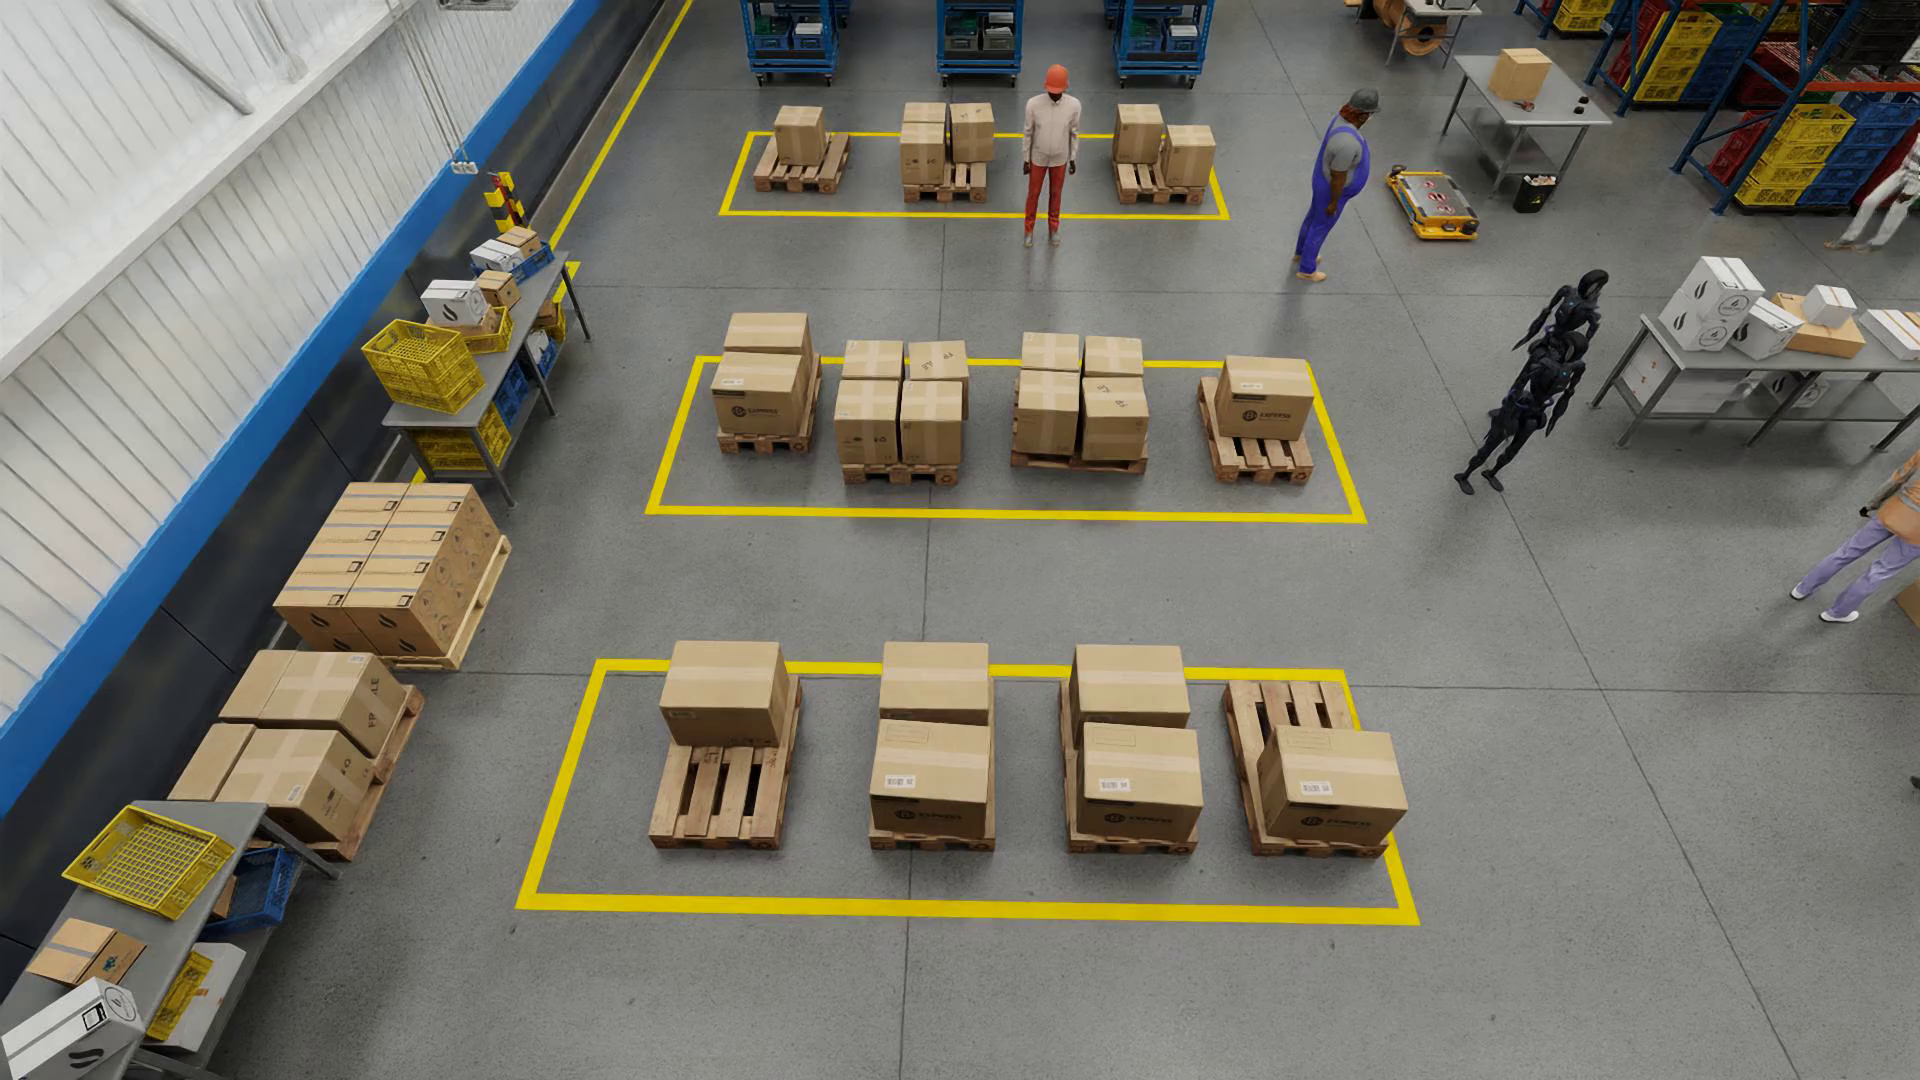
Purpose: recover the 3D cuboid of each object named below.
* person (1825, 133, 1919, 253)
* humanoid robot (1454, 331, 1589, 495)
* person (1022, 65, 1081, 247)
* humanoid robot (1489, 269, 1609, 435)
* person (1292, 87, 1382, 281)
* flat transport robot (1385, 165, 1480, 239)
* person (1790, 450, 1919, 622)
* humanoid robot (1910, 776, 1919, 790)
[{"bbox_3d":[10.260,-3.905,9.873,0.700,1.835,0.597,2,49,2],"label":"person"},{"bbox_3d":[4.607,-1.011,7.476,0.584,1.649,0.340,-6,49,-5],"label":"humanoid robot"},{"bbox_3d":[0.977,-4.155,9.997,0.609,1.984,0.396,-2,49,-2],"label":"person"},{"bbox_3d":[5.169,-1.647,8.029,0.340,1.656,0.587,-9,50,-8],"label":"humanoid robot"},{"bbox_3d":[3.940,-3.702,9.567,0.536,2.000,0.677,6,49,5],"label":"person"},{"bbox_3d":[5.692,-4.094,11.059,0.652,0.197,1.431,1,49,1],"label":"flat transport robot"},{"bbox_3d":[6.783,-0.118,6.537,0.355,1.930,0.589,-16,51,-14],"label":"person"},{"bbox_3d":[6.622,1.398,5.424,0.555,1.628,0.757,-33,57,-25],"label":"humanoid robot"}]
